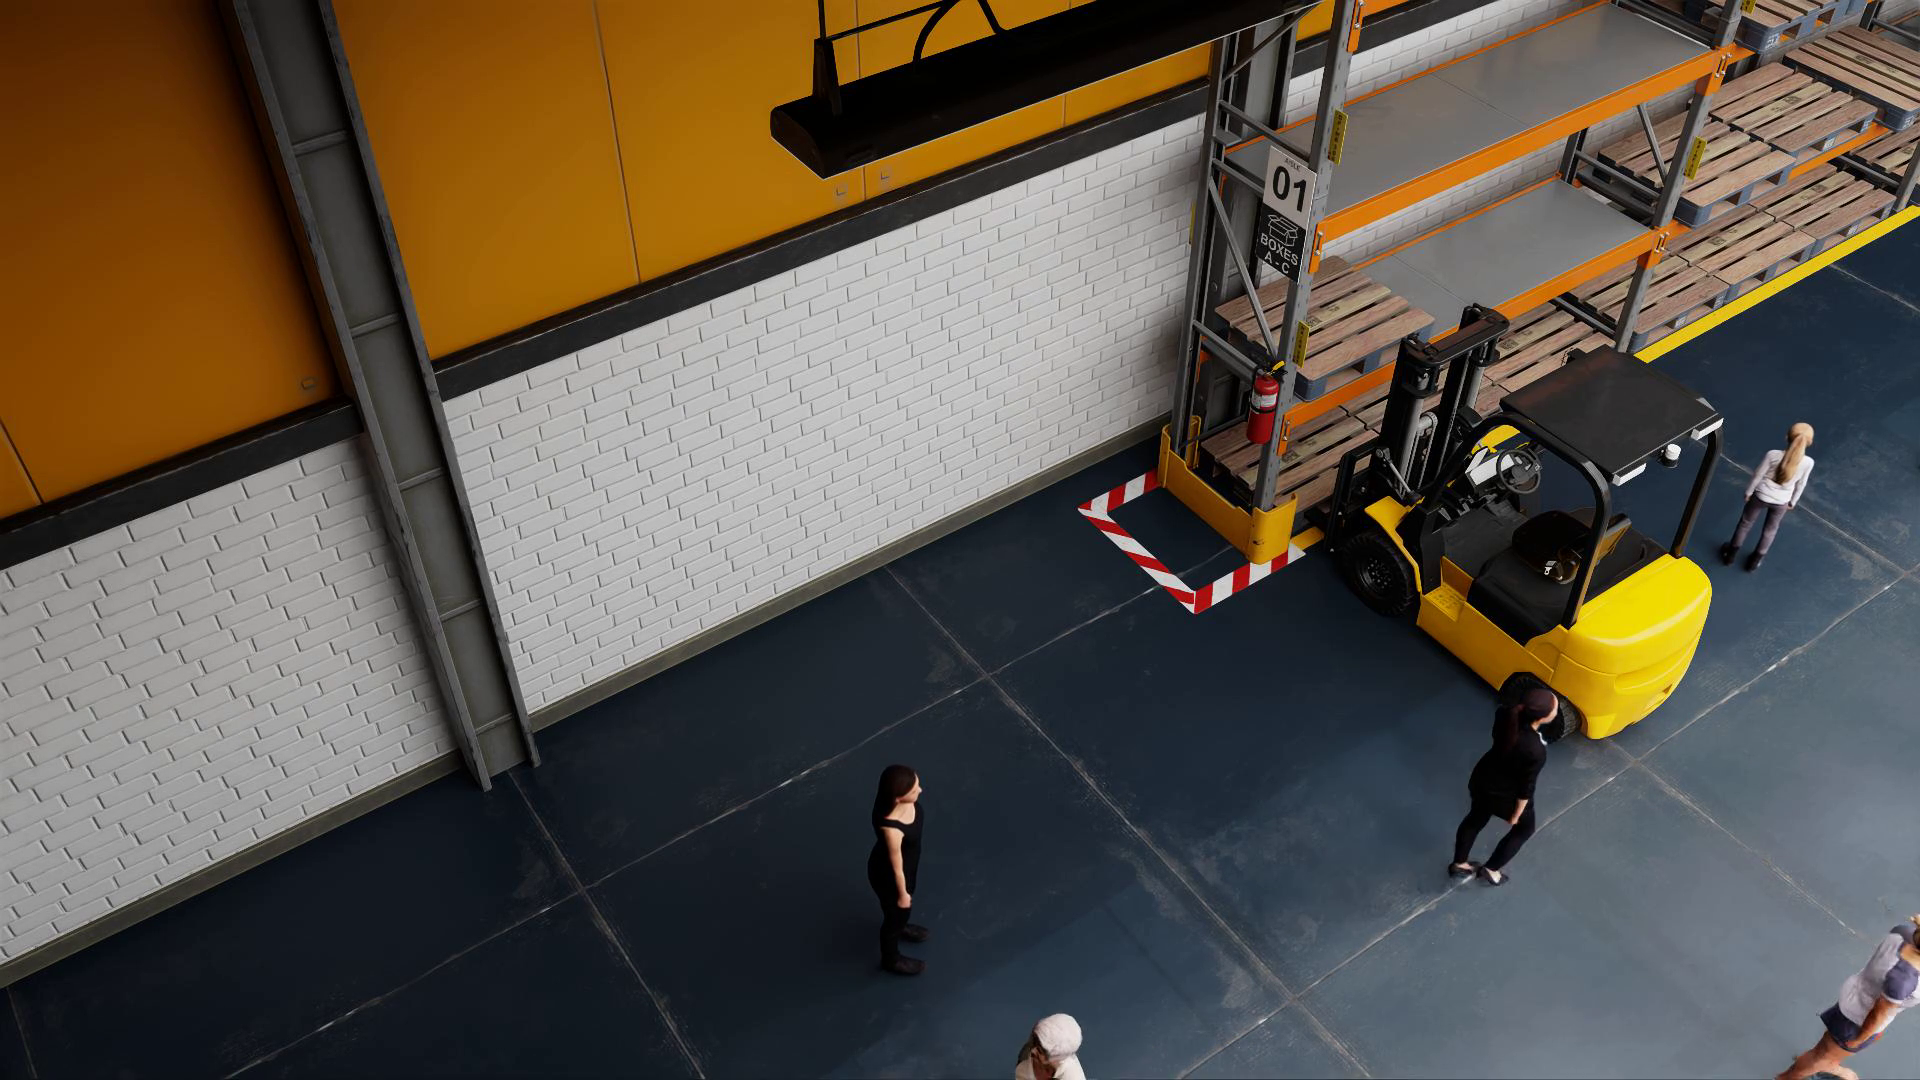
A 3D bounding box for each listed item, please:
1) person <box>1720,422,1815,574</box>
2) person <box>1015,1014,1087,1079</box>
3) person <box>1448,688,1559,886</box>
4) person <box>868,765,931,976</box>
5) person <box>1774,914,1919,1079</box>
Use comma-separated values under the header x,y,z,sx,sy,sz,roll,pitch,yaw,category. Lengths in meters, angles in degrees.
x,y,z,sx,sy,sz,roll,pitch,yaw,category
5.661,-0.293,11.603,0.586,1.277,0.634,14,45,14,person
0.459,2.787,8.024,0.643,1.754,0.708,-12,45,-12,person
3.019,1.446,9.508,0.660,1.649,0.654,-15,46,-15,person
-0.345,1.792,9.117,0.724,1.688,0.675,4,44,4,person
4.612,2.392,8.547,0.756,1.605,0.692,24,49,23,person
